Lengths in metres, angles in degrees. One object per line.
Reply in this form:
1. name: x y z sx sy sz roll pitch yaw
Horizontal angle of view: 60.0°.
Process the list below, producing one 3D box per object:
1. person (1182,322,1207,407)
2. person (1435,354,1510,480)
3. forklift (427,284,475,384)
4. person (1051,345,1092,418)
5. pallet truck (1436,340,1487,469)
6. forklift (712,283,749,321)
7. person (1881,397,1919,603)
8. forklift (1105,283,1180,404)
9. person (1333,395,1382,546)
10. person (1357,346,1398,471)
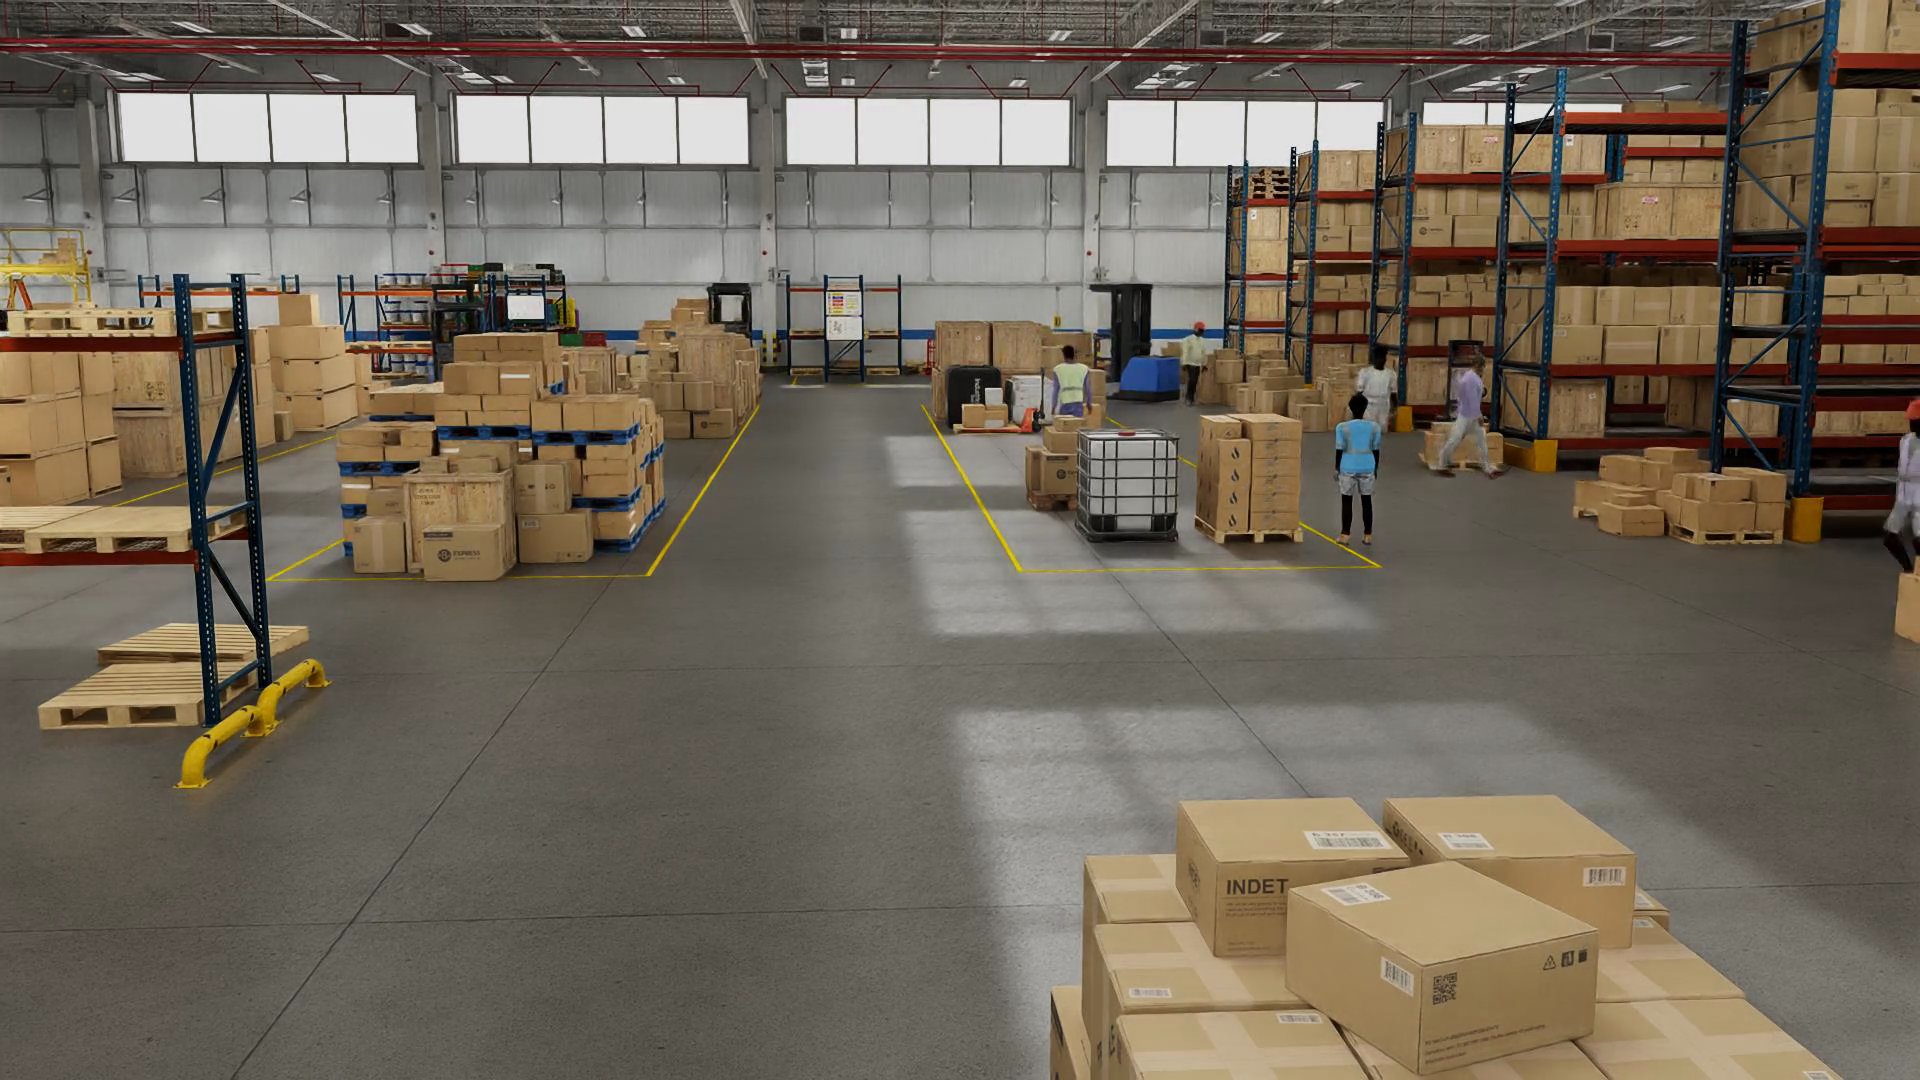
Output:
1. person: 5.403 -4.026 38.210 0.628 1.964 0.559 -6 11 -34
2. person: 7.603 -1.824 24.676 1.074 1.864 0.658 6 11 32
3. forklift: -11.424 -4.393 37.613 1.129 2.768 1.873 -4 10 -26
4. person: 1.814 -2.219 27.027 0.687 1.892 0.541 -2 9 -10
5. pallet truck: 8.004 -2.170 26.422 0.823 1.965 1.885 2 9 14
6. forklift: -5.913 -5.261 43.066 1.129 2.768 1.873 -1 9 -4
7. person: 8.727 -0.345 15.190 0.426 1.920 0.564 -2 9 -12
8. forklift: 4.200 -4.686 39.455 1.873 2.768 1.129 7 12 38
9. person: 4.440 -0.780 18.620 0.542 1.699 0.316 -1 9 -5
10. person: 6.413 -1.990 25.434 0.622 1.938 0.786 -1 9 -5
